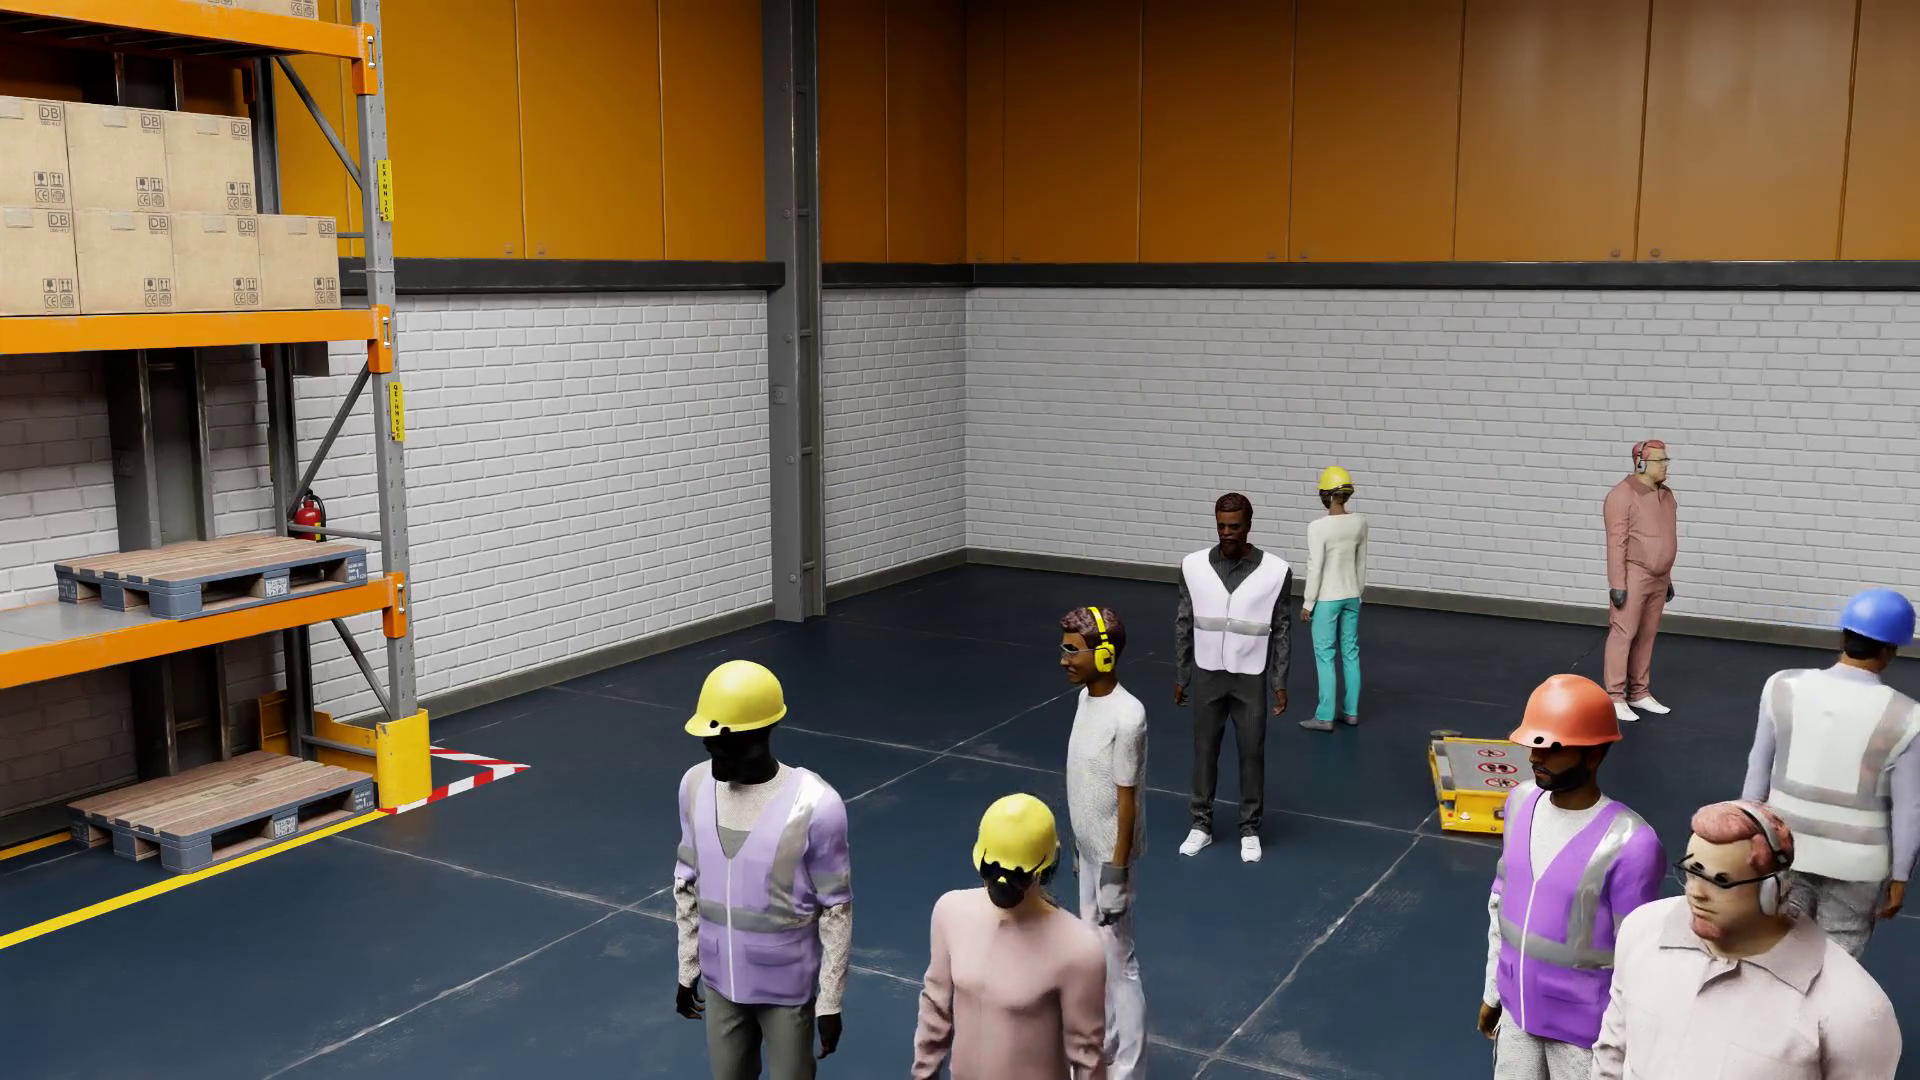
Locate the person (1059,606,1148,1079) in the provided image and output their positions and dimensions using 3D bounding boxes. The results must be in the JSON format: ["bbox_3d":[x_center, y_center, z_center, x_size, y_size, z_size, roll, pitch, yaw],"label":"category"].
[{"bbox_3d":[0.508,1.152,6.007,0.312,1.860,0.501,-3,9,-16],"label":"person"}]

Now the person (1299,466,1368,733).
[{"bbox_3d":[2.468,0.390,11.042,0.534,1.767,0.320,-6,11,-33],"label":"person"}]

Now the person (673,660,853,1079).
[{"bbox_3d":[-0.605,1.290,4.930,0.593,1.922,0.377,5,10,28],"label":"person"}]

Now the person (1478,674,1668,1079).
[{"bbox_3d":[1.673,1.324,4.676,0.361,1.939,0.543,-5,10,-27],"label":"person"}]

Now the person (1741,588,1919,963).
[{"bbox_3d":[3.135,1.123,6.010,0.525,1.921,0.623,-9,12,-43],"label":"person"}]

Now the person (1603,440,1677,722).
[{"bbox_3d":[4.664,0.268,11.355,0.642,1.913,0.409,-6,11,-34],"label":"person"}]

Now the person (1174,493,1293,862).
[{"bbox_3d":[1.408,0.701,8.627,0.600,1.917,0.377,3,10,18],"label":"person"}]

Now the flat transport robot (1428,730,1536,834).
[{"bbox_3d":[3.062,1.376,9.538,0.652,0.197,1.431,2,9,12],"label":"flat transport robot"}]

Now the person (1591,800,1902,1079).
[{"bbox_3d":[1.671,1.498,3.697,0.402,1.904,0.652,-6,11,-35],"label":"person"}]

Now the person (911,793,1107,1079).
[{"bbox_3d":[0.155,1.468,4.414,0.547,1.728,0.830,7,12,37],"label":"person"}]
